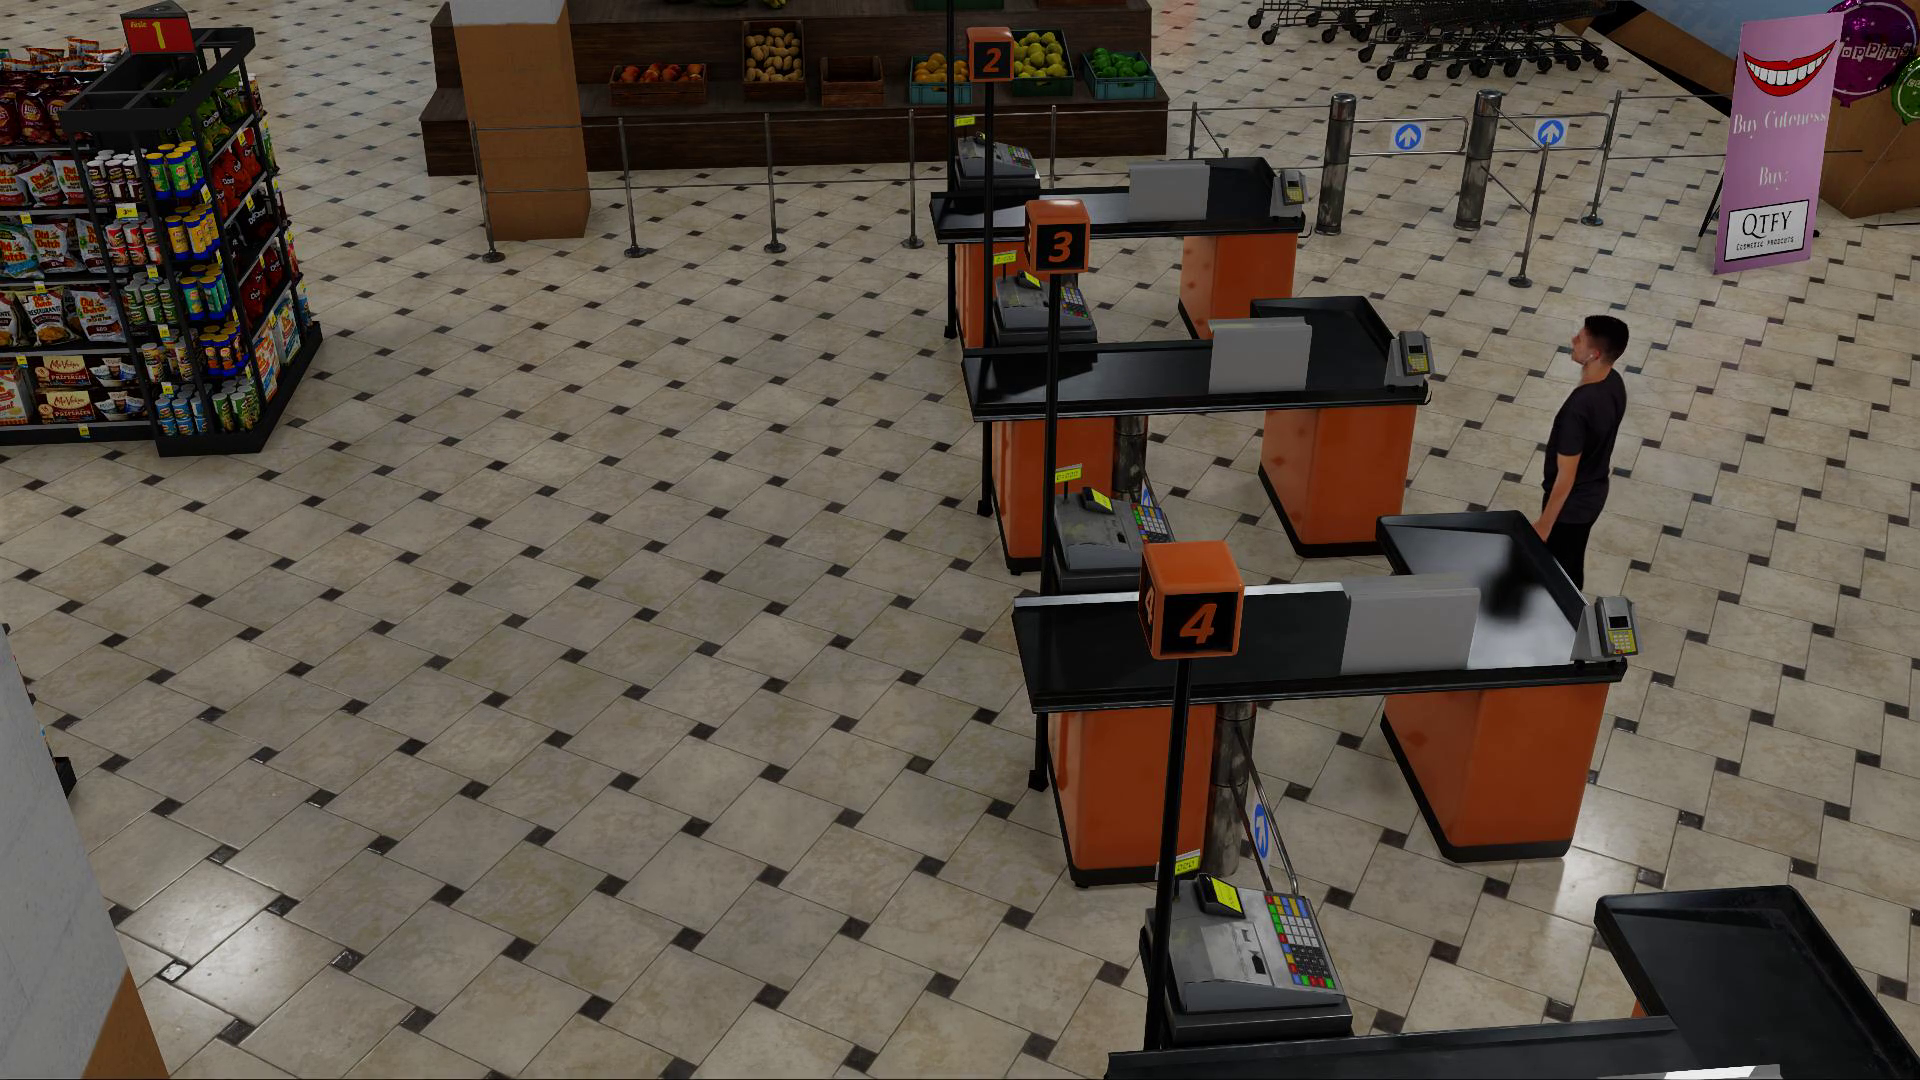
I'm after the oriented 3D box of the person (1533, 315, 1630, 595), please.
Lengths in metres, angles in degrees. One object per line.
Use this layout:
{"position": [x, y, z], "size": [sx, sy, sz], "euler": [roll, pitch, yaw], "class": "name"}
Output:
{"position": [2.658, -0.159, 7.247], "size": [0.762, 1.764, 0.724], "euler": [19, 37, 28], "class": "person"}
